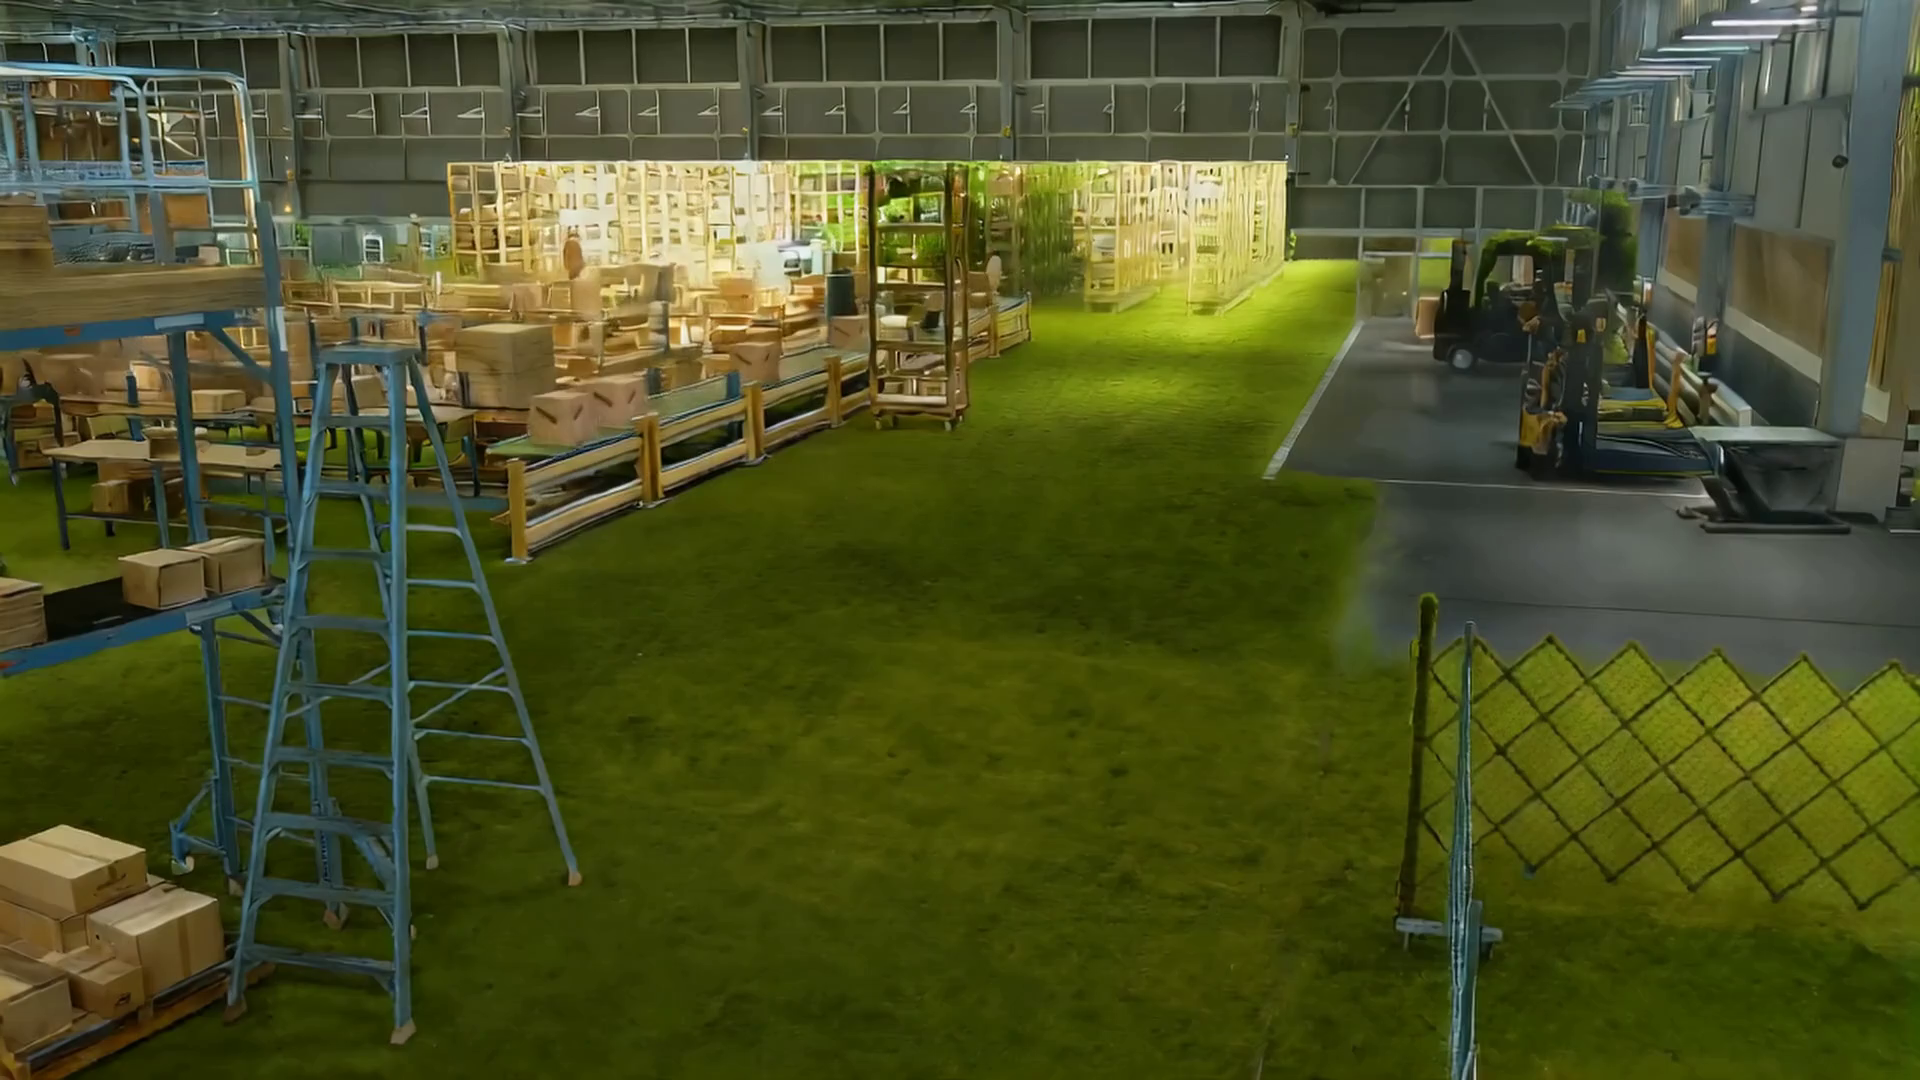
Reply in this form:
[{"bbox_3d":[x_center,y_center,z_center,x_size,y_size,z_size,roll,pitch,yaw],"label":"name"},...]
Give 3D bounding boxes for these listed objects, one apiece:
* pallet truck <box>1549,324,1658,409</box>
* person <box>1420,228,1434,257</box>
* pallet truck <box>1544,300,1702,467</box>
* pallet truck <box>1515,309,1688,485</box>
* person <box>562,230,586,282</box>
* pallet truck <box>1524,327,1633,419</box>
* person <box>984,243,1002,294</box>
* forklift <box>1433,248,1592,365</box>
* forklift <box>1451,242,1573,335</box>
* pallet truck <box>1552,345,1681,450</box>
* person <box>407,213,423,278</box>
[{"bbox_3d":[9.824,-2.669,25.407,1.601,1.201,0.680,4,14,16],"label":"pallet truck"},{"bbox_3d":[12.801,-7.571,45.289,0.891,1.808,0.593,2,13,9],"label":"person"},{"bbox_3d":[8.263,-1.952,20.631,1.885,1.965,0.823,5,14,20],"label":"pallet truck"},{"bbox_3d":[7.554,-1.677,19.446,1.885,1.965,0.823,3,13,14],"label":"pallet truck"},{"bbox_3d":[-9.729,-6.941,42.417,0.785,1.881,0.673,5,14,22],"label":"person"},{"bbox_3d":[9.065,-2.460,24.370,1.522,1.261,0.704,3,13,14],"label":"pallet truck"},{"bbox_3d":[0.795,-5.853,37.900,0.675,1.809,0.612,2,13,10],"label":"person"},{"bbox_3d":[9.780,-4.111,29.280,2.680,1.987,1.157,3,13,14],"label":"forklift"},{"bbox_3d":[10.464,-4.597,31.405,2.680,1.987,1.157,4,14,16],"label":"forklift"},{"bbox_3d":[8.641,-1.896,21.908,1.630,1.274,0.653,4,14,16],"label":"pallet truck"},{"bbox_3d":[-17.004,-9.162,51.781,0.387,1.992,0.625,-7,15,-28],"label":"person"}]
